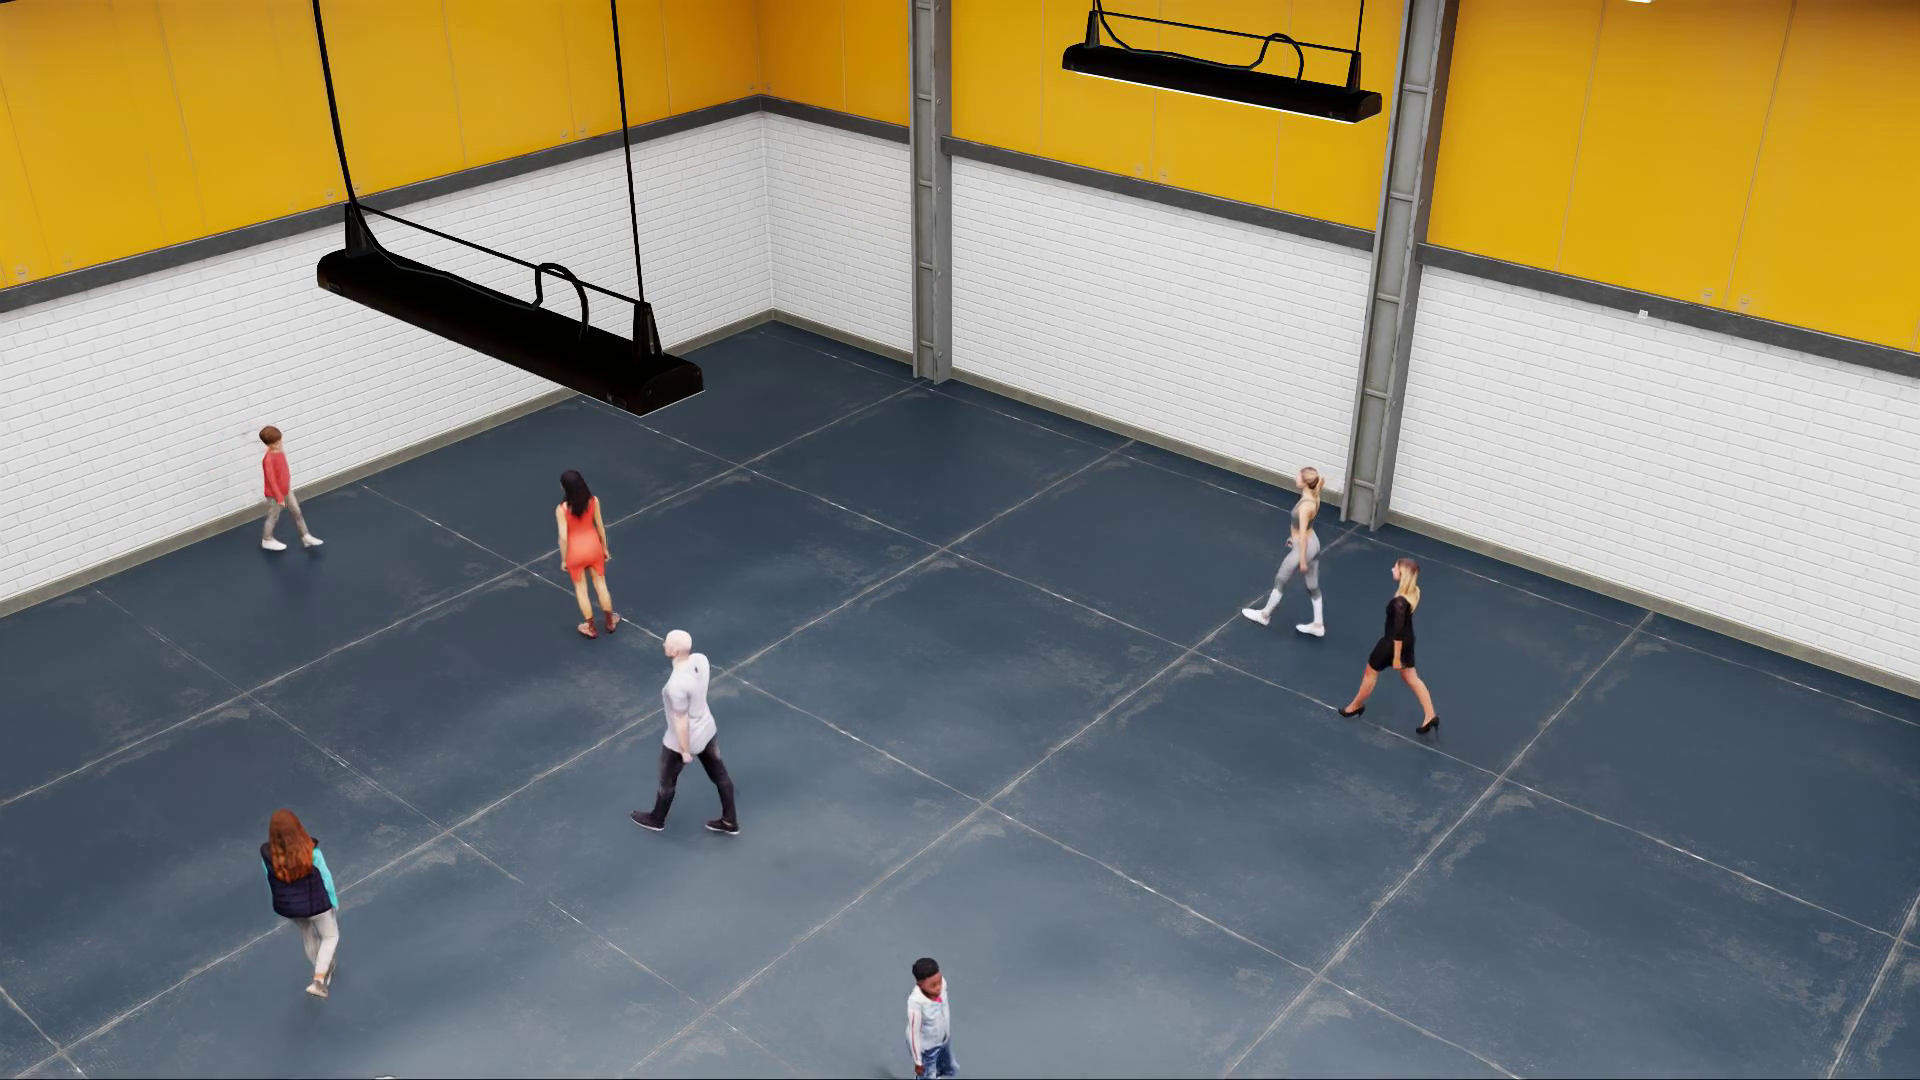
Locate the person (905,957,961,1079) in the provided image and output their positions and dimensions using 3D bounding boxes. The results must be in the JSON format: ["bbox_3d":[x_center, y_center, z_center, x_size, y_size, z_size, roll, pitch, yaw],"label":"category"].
[{"bbox_3d":[-0.224,3.042,10.264,0.531,1.250,0.490,23,36,35],"label":"person"}]

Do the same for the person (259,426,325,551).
[{"bbox_3d":[-6.888,-0.508,16.633,0.946,1.384,0.806,1,29,2],"label":"person"}]

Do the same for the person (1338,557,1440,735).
[{"bbox_3d":[3.701,0.916,13.758,1.097,1.636,0.658,16,33,27],"label":"person"}]

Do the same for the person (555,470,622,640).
[{"bbox_3d":[-3.397,0.118,15.139,0.727,1.714,0.606,-14,32,-24],"label":"person"}]

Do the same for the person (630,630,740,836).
[{"bbox_3d":[-1.941,1.498,12.518,1.144,1.803,0.863,13,31,22],"label":"person"}]

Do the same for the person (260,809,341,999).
[{"bbox_3d":[-4.375,2.451,11.091,0.813,1.495,0.865,-1,29,-2],"label":"person"}]

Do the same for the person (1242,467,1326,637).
[{"bbox_3d":[3.213,0.139,15.146,1.034,1.670,0.666,17,33,28],"label":"person"}]
